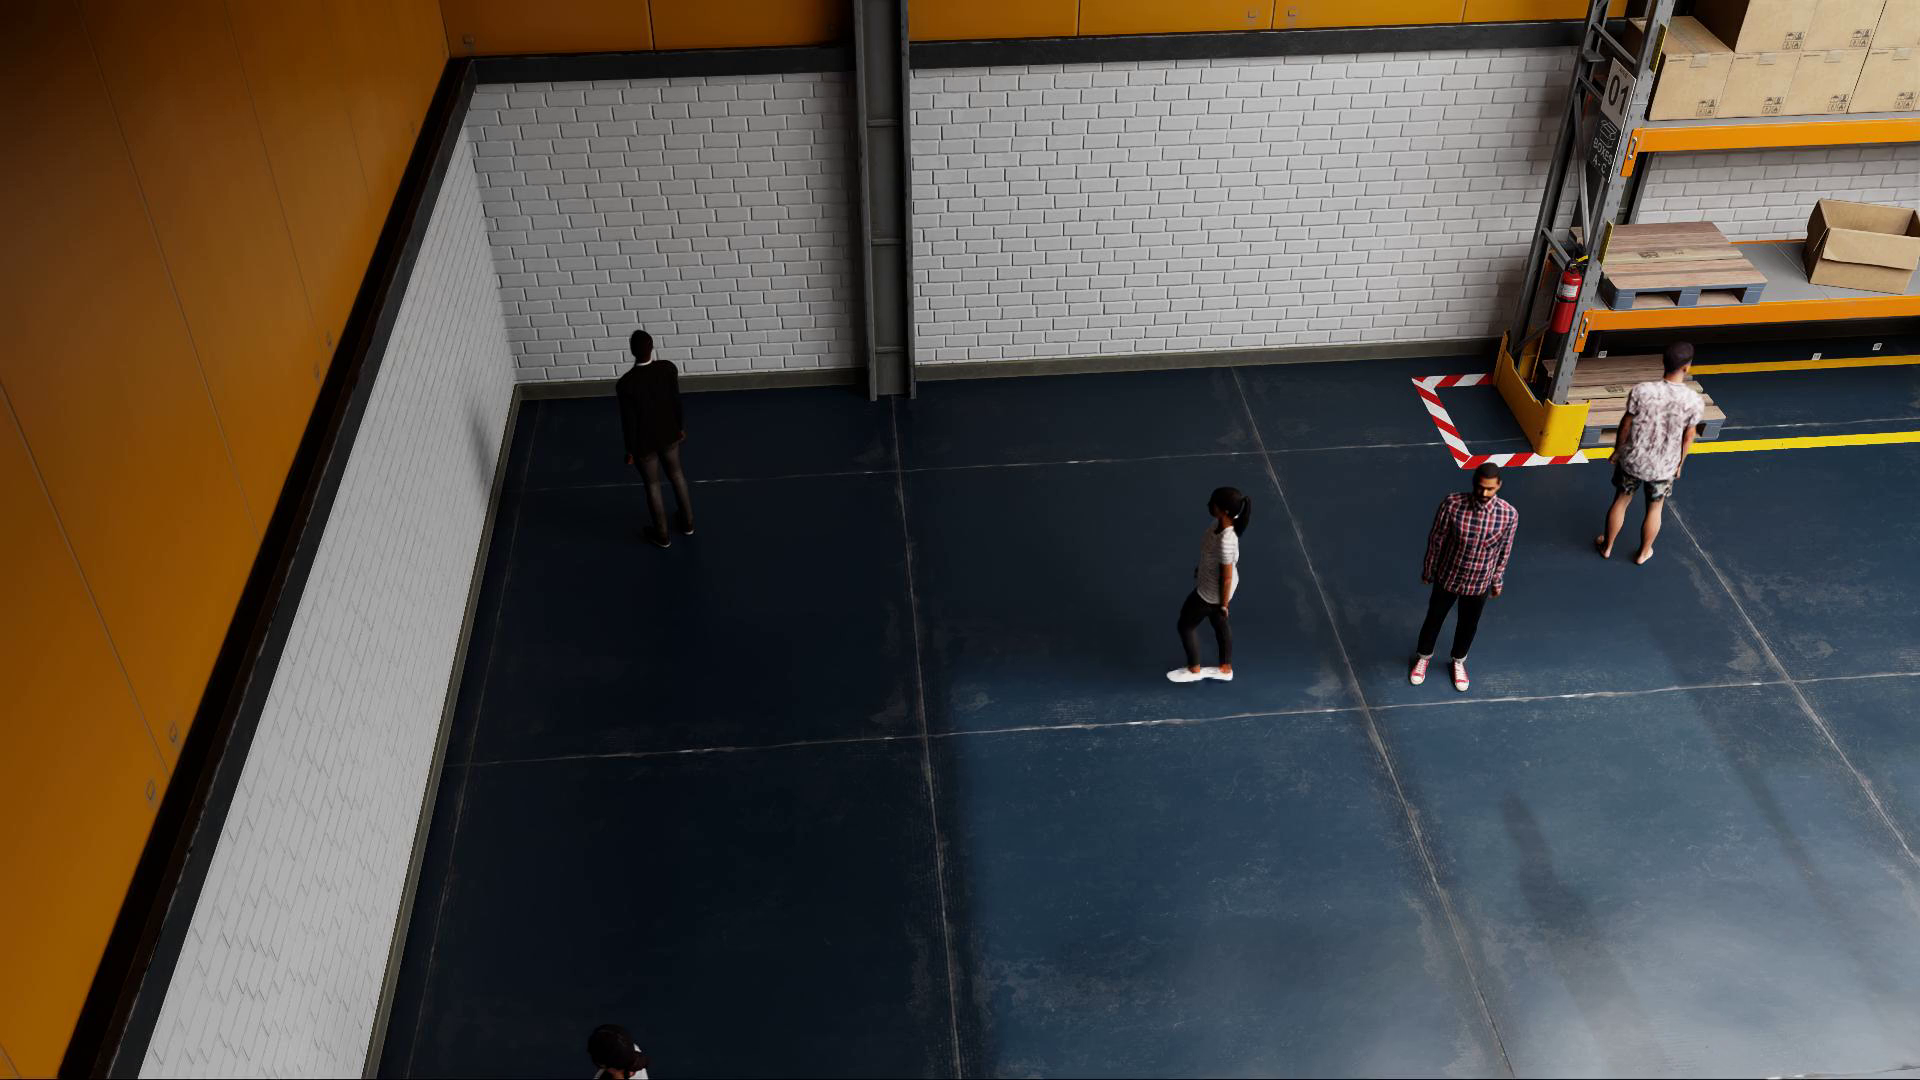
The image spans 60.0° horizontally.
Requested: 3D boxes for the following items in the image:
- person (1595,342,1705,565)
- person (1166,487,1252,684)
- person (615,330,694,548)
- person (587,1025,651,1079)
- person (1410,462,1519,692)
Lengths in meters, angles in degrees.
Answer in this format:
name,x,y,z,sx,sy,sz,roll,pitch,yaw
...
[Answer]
name,x,y,z,sx,sy,sz,roll,pitch,yaw
person,4.994,-0.608,12.027,0.684,1.815,0.811,15,41,18
person,1.779,0.323,11.011,0.763,1.630,0.690,10,40,13
person,-2.238,-0.749,12.218,0.691,1.799,0.799,-28,46,-30
person,-1.510,2.828,7.759,0.548,1.773,0.611,0,39,0
person,3.343,0.222,11.032,0.645,1.761,0.817,7,39,9
